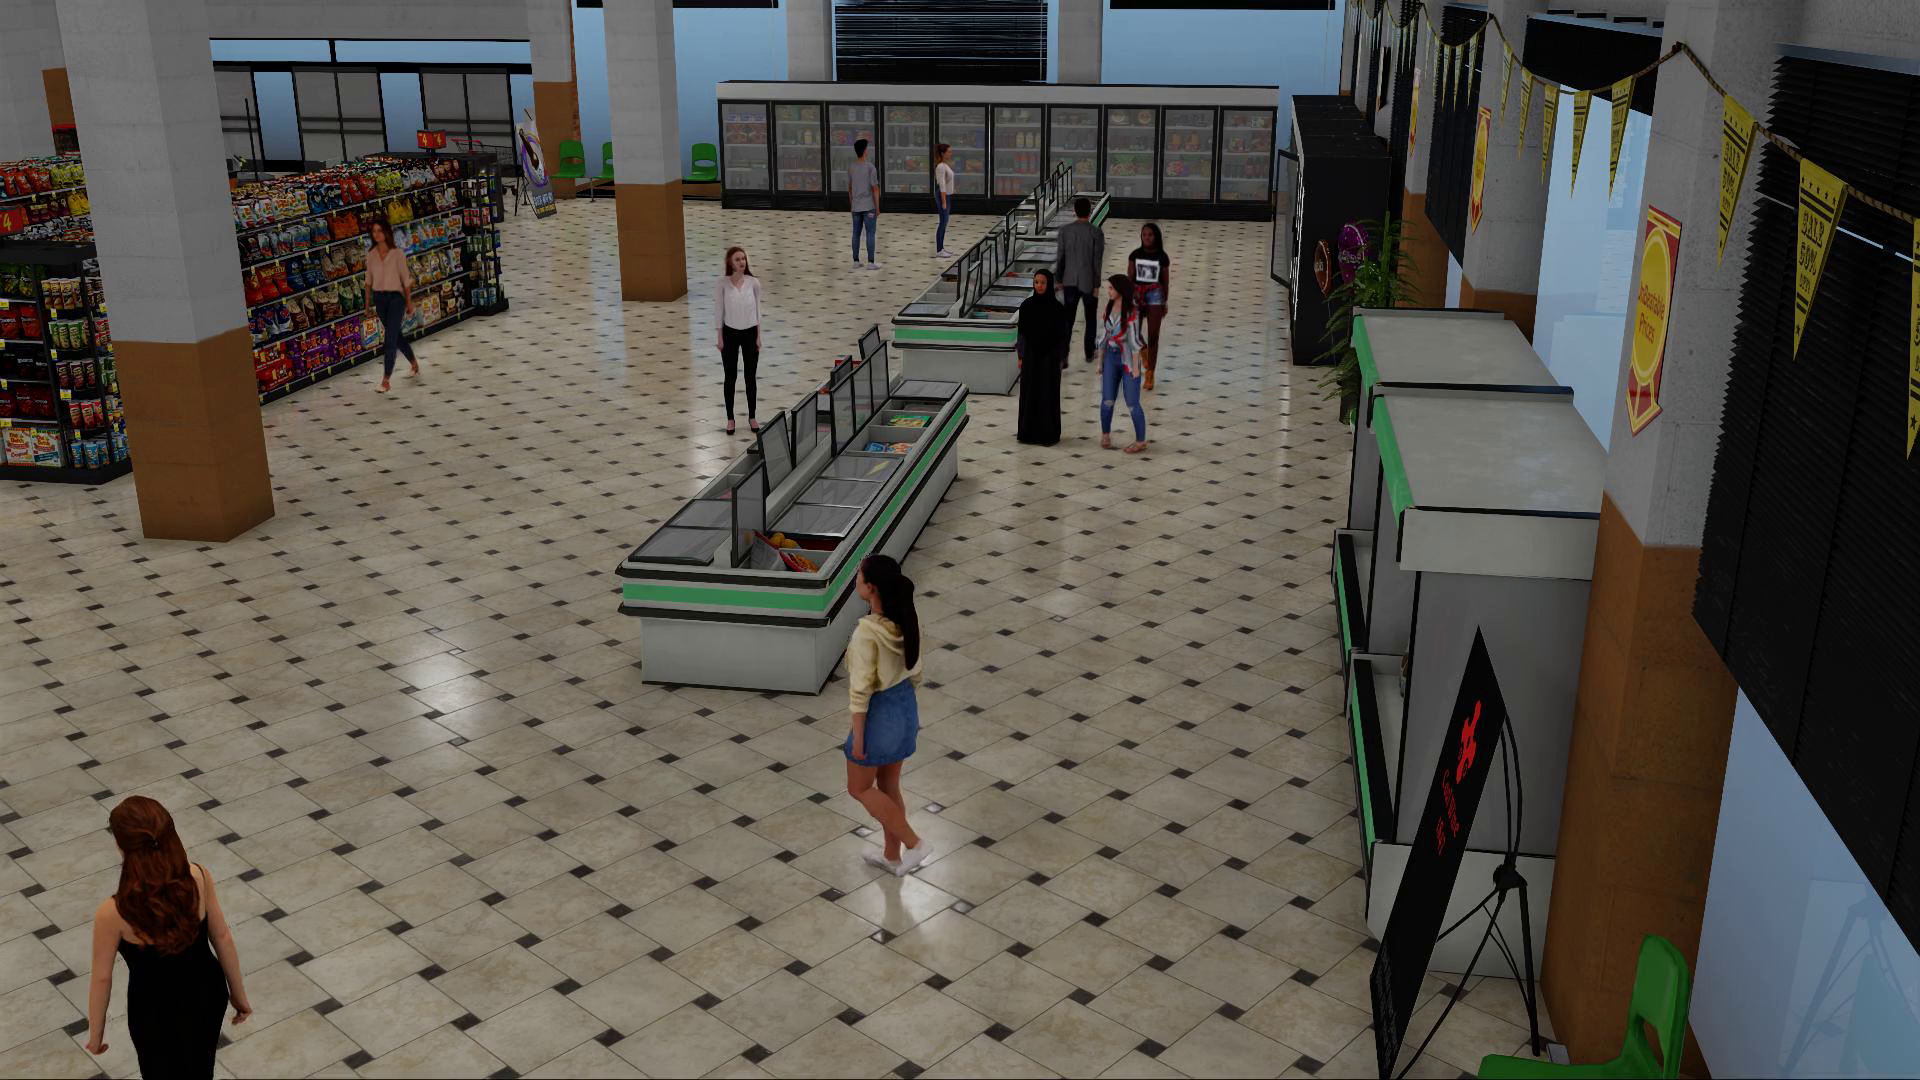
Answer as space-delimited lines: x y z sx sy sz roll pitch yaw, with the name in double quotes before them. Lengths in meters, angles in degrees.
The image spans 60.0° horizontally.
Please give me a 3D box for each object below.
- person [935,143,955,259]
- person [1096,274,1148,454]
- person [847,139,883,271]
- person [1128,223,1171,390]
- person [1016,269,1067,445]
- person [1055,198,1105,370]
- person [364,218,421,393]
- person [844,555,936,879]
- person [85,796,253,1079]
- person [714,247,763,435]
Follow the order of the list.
"person" -0.254 -5.268 25.776 0.682 1.719 0.467 2 19 6
"person" 1.466 -1.617 15.149 0.721 1.590 0.723 14 23 35
"person" -1.431 -4.975 24.639 0.738 1.890 0.685 10 21 27
"person" 1.970 -2.480 17.516 0.715 1.712 1.013 5 19 15
"person" 0.760 -1.700 15.359 0.604 1.614 0.584 4 19 12
"person" 1.293 -2.758 18.156 0.814 1.831 1.237 5 19 15
"person" -5.926 -2.460 17.412 0.589 1.742 1.153 3 19 8
"person" -0.288 0.863 7.740 0.875 1.624 0.830 14 23 35
"person" -2.532 1.631 5.512 0.893 1.593 1.007 12 22 31
"person" -2.072 -1.875 15.657 0.668 1.756 0.649 -5 19 -15
